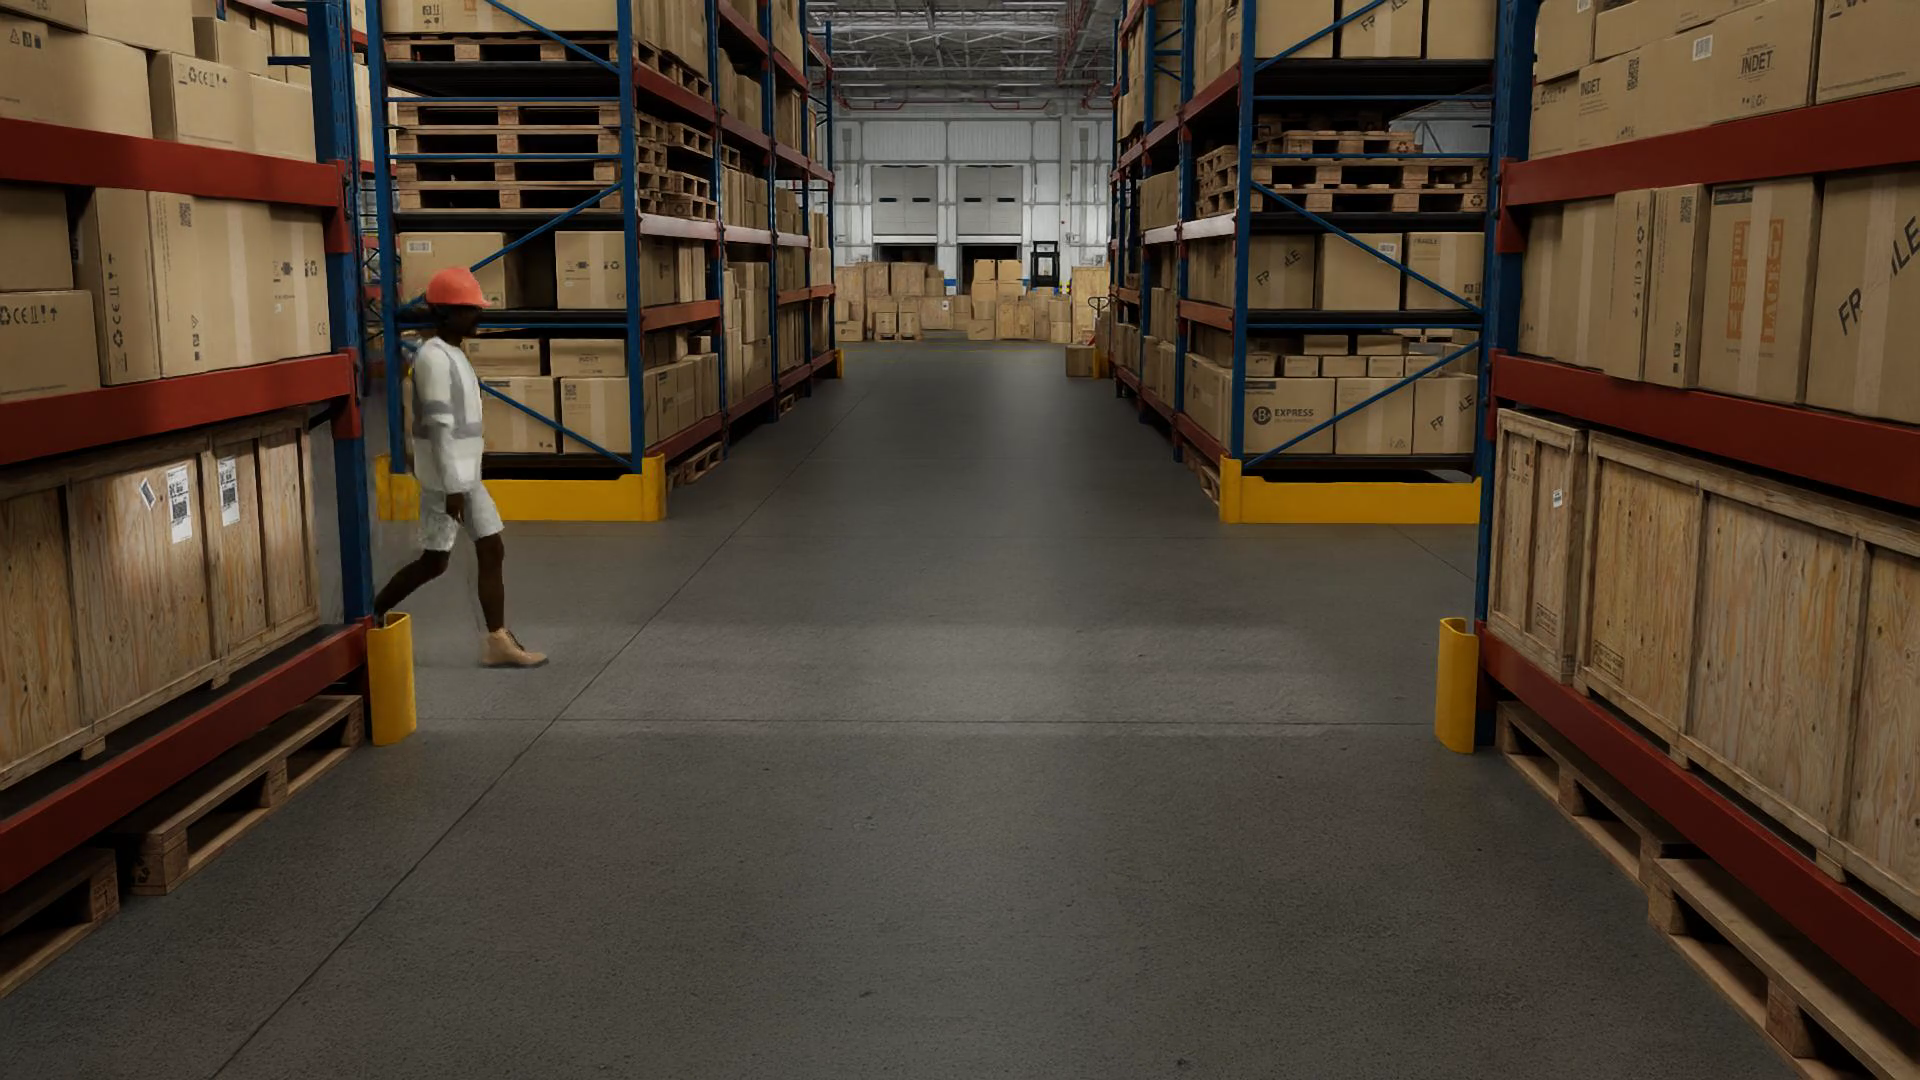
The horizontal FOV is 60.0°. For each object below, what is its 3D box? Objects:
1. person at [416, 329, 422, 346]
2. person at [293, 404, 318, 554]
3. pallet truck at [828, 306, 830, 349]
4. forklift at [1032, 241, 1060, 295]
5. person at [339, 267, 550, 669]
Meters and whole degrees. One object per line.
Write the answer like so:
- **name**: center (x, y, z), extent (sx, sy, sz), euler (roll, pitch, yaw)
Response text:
- **person**: center (-11.158, -4.569, 34.691), extent (0.568, 1.613, 0.610), euler (-2, 10, -13)
- **person**: center (-4.705, -0.714, 11.388), extent (0.532, 1.694, 0.320), euler (3, 10, 19)
- **pallet truck**: center (-3.100, -3.940, 29.800), extent (1.885, 1.965, 0.823), euler (3, 10, 19)
- **forklift**: center (3.186, -9.767, 62.067), extent (1.129, 2.768, 1.873), euler (0, 9, 1)
- **person**: center (-2.569, -0.325, 8.140), extent (0.935, 2.013, 0.612), euler (0, 9, 0)
